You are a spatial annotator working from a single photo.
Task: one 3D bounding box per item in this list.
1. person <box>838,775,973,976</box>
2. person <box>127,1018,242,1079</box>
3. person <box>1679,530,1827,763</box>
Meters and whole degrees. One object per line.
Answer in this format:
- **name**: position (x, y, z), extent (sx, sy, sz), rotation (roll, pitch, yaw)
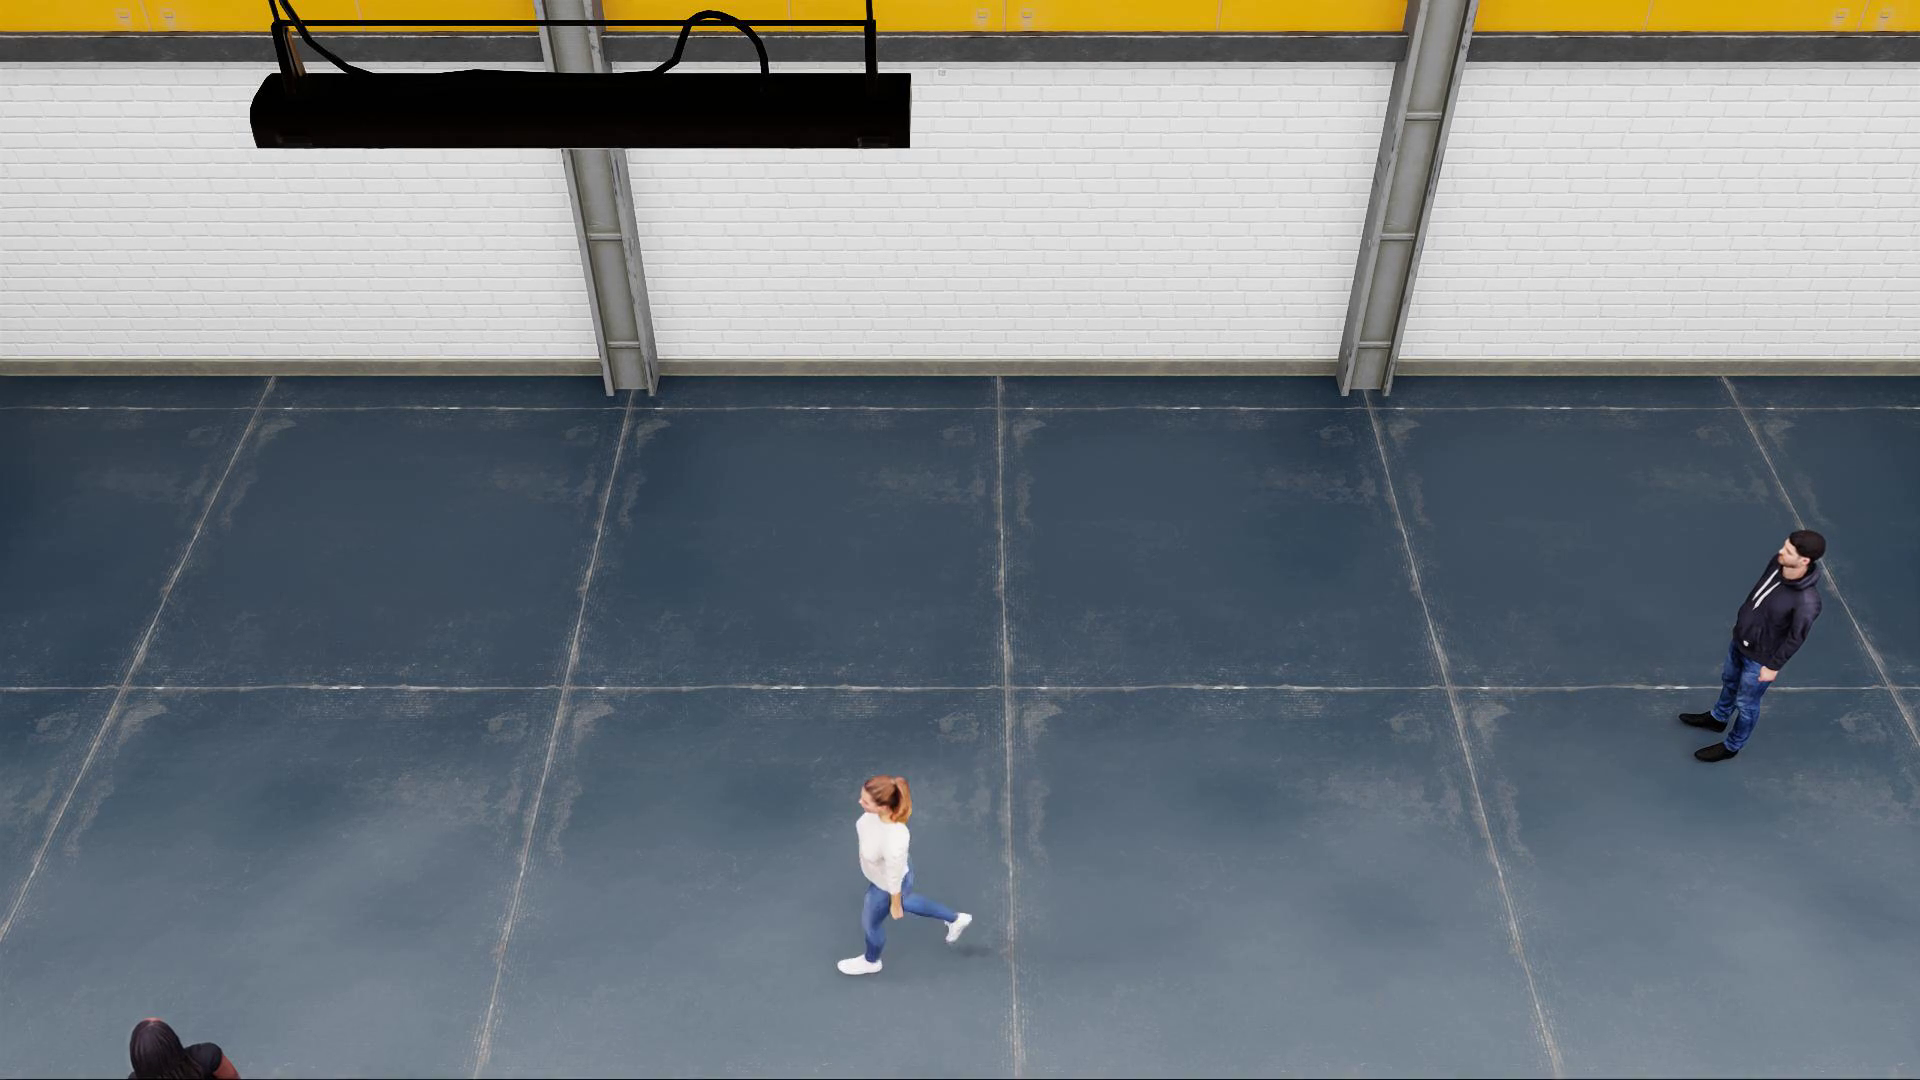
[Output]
- **person**: position (-0.306, 1.844, 9.167), extent (1.045, 1.702, 0.694), rotation (-5, 44, -5)
- **person**: position (-3.674, 2.834, 8.108), extent (0.699, 1.729, 0.778), rotation (-25, 49, -24)
- **person**: position (4.972, 0.643, 10.288), extent (0.547, 1.894, 0.662), rotation (0, 44, 0)
